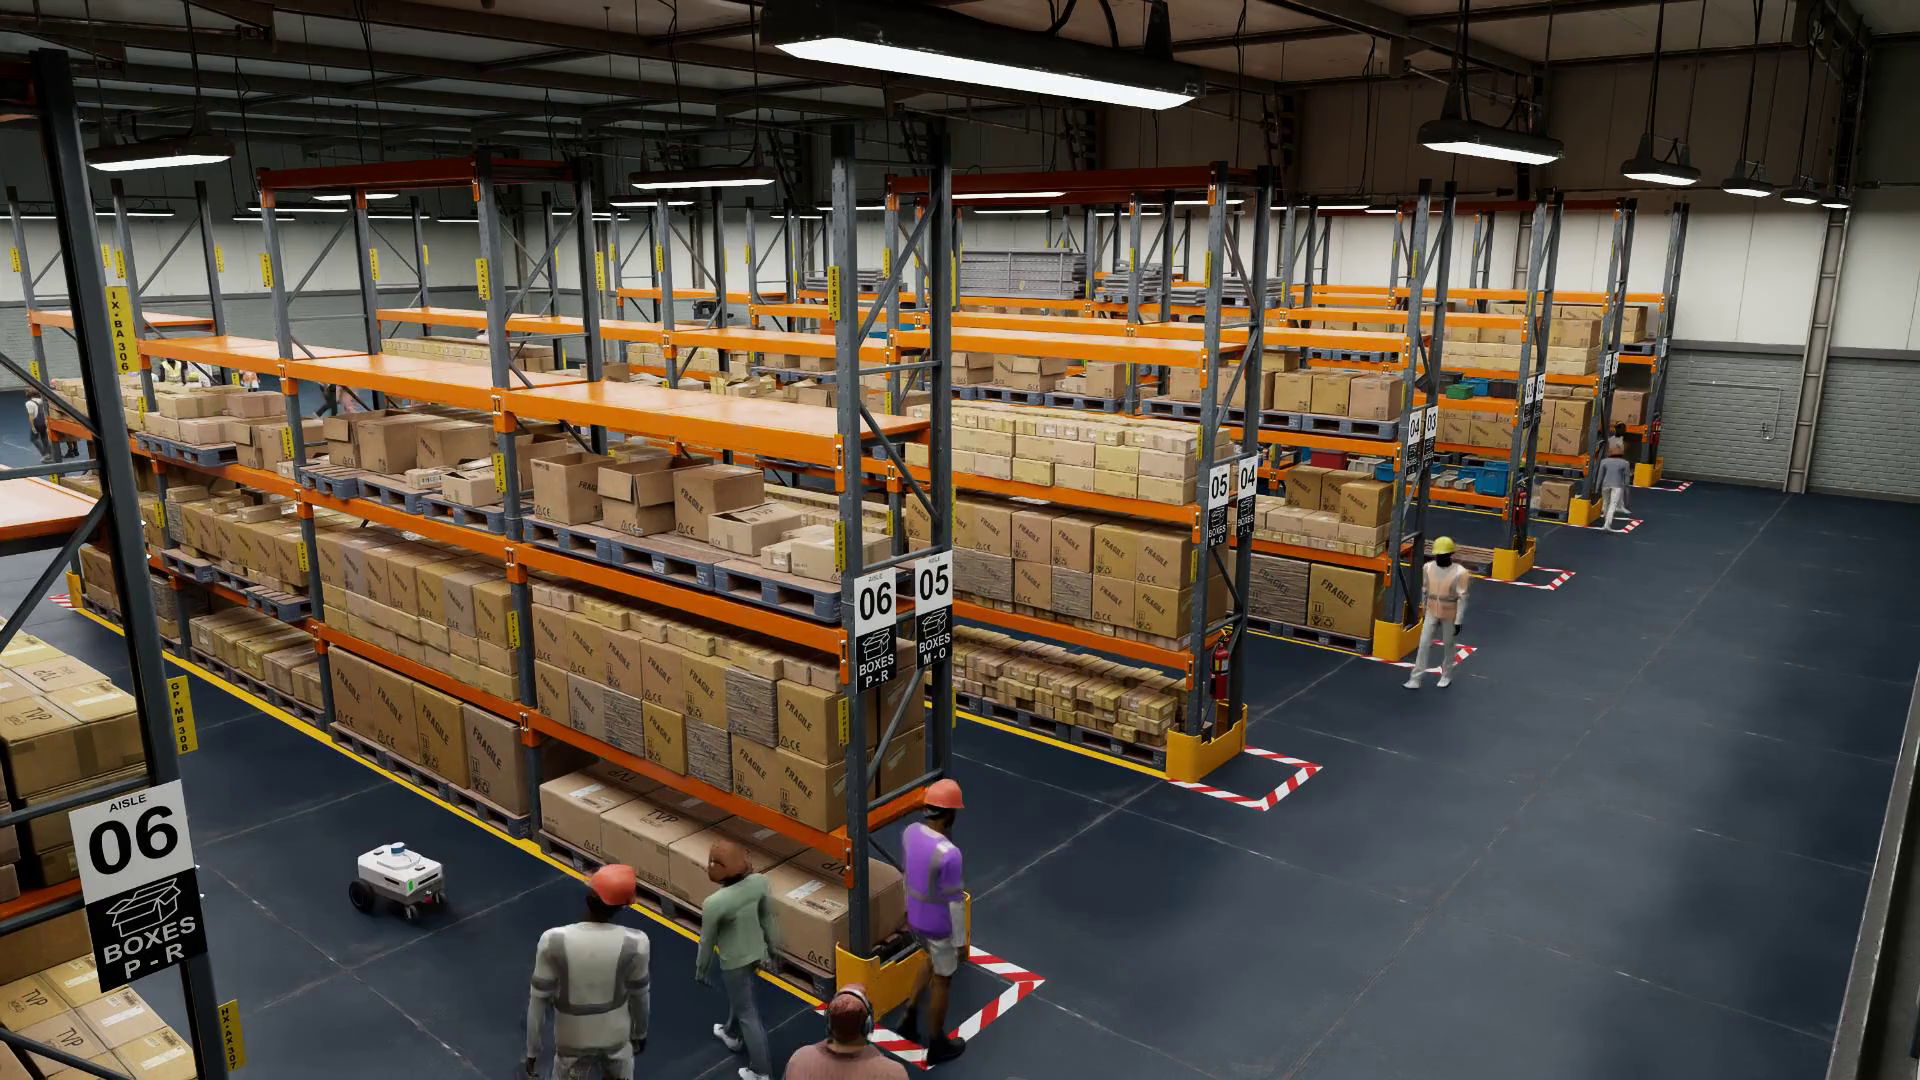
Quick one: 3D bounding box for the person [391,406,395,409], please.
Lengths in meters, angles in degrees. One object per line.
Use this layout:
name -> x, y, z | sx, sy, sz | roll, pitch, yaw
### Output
person -> -12.686, -2.297, 28.244 | 0.578, 1.858, 0.897 | 0, 14, 1

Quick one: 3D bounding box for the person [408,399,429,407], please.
person -> -14.000, -3.438, 32.608 | 0.612, 1.997, 0.376 | 6, 15, 22

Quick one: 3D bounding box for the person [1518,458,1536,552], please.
person -> 9.431, -0.529, 21.187 | 0.531, 1.739, 0.411 | -13, 18, -42

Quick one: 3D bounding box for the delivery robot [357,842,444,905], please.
delivery robot -> -4.554, 2.703, 10.249 | 0.707, 0.478, 0.477 | 8, 16, 29

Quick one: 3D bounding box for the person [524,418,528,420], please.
person -> -12.353, -4.088, 35.655 | 0.632, 1.824, 0.771 | 1, 14, 5

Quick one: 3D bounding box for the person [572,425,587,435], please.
person -> -7.977, -1.897, 26.449 | 0.398, 1.913, 0.588 | -2, 14, -10

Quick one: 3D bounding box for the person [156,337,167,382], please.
person -> -29.673, -6.728, 46.892 | 0.310, 1.638, 0.523 | -6, 15, -25

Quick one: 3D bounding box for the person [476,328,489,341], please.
person -> -17.893, -7.069, 47.486 | 0.638, 2.028, 0.631 | 13, 19, 42

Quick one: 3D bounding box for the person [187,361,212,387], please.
person -> -23.840, -5.075, 39.532 | 0.641, 1.910, 0.401 | -10, 17, -36

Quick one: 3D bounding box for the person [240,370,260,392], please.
person -> -22.617, -5.087, 40.117 | 0.546, 1.651, 0.883 | -8, 16, -28

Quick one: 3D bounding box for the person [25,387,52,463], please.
person -> -22.014, -2.738, 30.080 | 0.395, 1.827, 0.502 | 3, 14, 12

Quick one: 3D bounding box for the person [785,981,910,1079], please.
person -> -0.523, 3.051, 6.130 | 0.667, 1.890, 0.474 | 4, 14, 17

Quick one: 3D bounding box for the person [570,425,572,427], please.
person -> -10.737, -3.845, 35.054 | 0.513, 1.630, 0.318 | -8, 16, -29

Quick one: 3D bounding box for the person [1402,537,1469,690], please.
person -> 5.694, 0.901, 14.989 | 0.936, 1.883, 0.612 | -13, 19, -43

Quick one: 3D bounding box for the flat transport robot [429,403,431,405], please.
flat transport robot -> -16.664, -4.105, 39.041 | 0.652, 0.197, 1.431 | 0, 14, 2

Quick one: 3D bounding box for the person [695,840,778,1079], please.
person -> -1.493, 2.700, 8.187 | 0.787, 1.591, 0.515 | 11, 17, 38

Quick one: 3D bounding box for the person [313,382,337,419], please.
person -> -18.290, -4.354, 36.374 | 0.725, 2.000, 0.696 | -3, 14, -13

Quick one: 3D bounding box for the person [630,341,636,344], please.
person -> -12.231, -6.778, 46.512 | 0.639, 1.924, 0.743 | 0, 14, 2

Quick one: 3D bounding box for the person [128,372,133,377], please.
person -> -24.742, -4.504, 37.325 | 0.579, 1.829, 0.594 | 6, 15, 25

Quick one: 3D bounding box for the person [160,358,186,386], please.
person -> -24.248, -4.866, 38.863 | 0.492, 1.819, 0.622 | 12, 18, 40

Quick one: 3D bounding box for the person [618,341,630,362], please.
person -> -11.308, -5.860, 42.771 | 0.598, 1.913, 0.974 | -2, 14, -6

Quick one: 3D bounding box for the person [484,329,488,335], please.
person -> -19.877, -8.409, 53.198 | 0.554, 1.935, 0.375 | 0, 14, 1

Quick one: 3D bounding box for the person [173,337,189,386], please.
person -> -26.300, -5.840, 42.510 | 0.427, 1.989, 0.647 | 6, 15, 23

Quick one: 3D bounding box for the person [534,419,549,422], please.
person -> -11.663, -3.823, 35.016 | 0.512, 1.606, 0.780 | 1, 14, 5

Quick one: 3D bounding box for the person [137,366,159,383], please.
person -> -22.740, -4.033, 35.414 | 0.618, 1.836, 0.430 | 2, 14, 8

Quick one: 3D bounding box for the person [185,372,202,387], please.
person -> -20.868, -3.720, 34.345 | 0.600, 1.710, 0.529 | 0, 14, 0

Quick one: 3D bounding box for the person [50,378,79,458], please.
person -> -22.029, -2.995, 30.914 | 0.375, 1.935, 0.551 | -2, 14, -9

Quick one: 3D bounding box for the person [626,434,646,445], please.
person -> -6.375, -1.420, 24.661 | 0.957, 1.823, 0.504 | 11, 18, 39

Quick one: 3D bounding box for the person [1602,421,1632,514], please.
person -> 12.855, -1.401, 24.583 | 0.516, 1.831, 0.789 | -9, 16, -32

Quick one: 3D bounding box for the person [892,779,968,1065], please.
person -> -0.171, 2.512, 8.334 | 0.522, 1.902, 0.652 | -11, 17, -37

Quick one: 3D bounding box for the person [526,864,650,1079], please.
person -> -2.119, 2.787, 7.048 | 0.793, 1.995, 0.420 | -4, 14, -15

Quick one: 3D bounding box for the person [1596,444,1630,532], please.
person -> 12.073, -0.979, 23.315 | 0.527, 1.599, 0.809 | 10, 17, 37

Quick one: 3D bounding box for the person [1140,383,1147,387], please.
person -> 4.606, -3.330, 32.182 | 0.392, 1.990, 0.612 | 3, 14, 11

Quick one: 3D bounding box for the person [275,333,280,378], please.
person -> -25.888, -7.064, 48.029 | 0.518, 1.757, 0.340 | 13, 18, 42

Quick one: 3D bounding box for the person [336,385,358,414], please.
person -> -17.186, -4.027, 35.357 | 1.007, 1.858, 0.647 | 3, 14, 10

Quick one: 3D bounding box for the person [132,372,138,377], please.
person -> -27.116, -5.478, 41.127 | 0.410, 1.939, 0.623 | 2, 14, 9

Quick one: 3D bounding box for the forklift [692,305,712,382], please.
forklift -> -9.511, -7.392, 47.124 | 1.873, 2.768, 1.129 | 11, 17, 38
